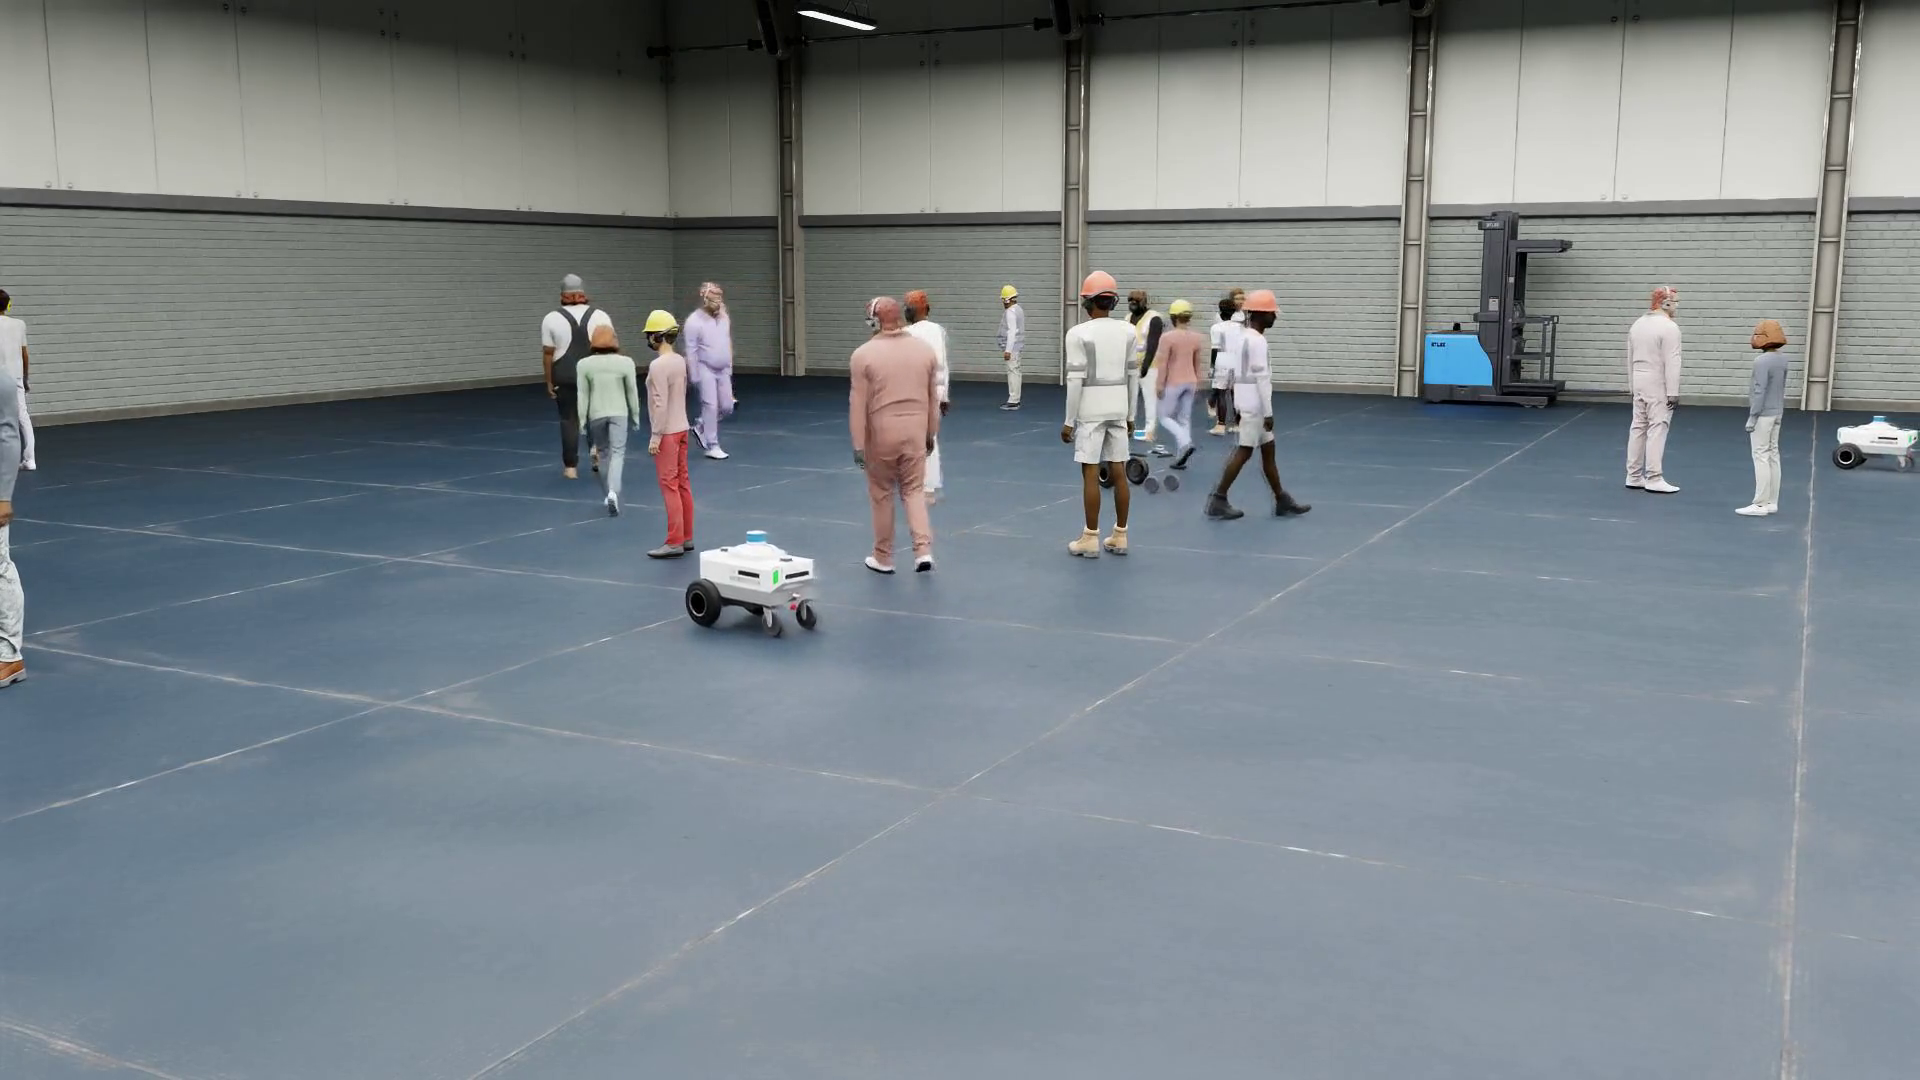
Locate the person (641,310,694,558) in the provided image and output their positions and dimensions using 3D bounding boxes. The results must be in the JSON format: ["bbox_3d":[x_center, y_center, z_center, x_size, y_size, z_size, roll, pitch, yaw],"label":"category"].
[{"bbox_3d":[-2.122,-0.764,11.978,0.322,1.767,0.533,2,9,11],"label":"person"}]

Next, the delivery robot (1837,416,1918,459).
[{"bbox_3d":[9.540,-1.048,17.296,0.707,0.478,0.477,7,12,37],"label":"delivery robot"}]

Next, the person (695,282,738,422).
[{"bbox_3d":[-3.362,-2.543,22.561,0.479,1.891,0.649,1,9,5],"label":"person"}]

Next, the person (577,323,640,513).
[{"bbox_3d":[-3.017,-1.049,14.238,0.504,1.606,0.797,-1,9,-3],"label":"person"}]

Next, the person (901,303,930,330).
[{"bbox_3d":[-0.515,-2.073,20.344,0.546,1.677,0.470,-4,10,-23],"label":"person"}]

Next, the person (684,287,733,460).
[{"bbox_3d":[-2.765,-1.828,18.197,0.566,1.875,0.691,7,11,35],"label":"person"}]

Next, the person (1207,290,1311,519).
[{"bbox_3d":[2.487,-1.125,13.833,0.904,1.893,0.563,0,9,0],"label":"person"}]

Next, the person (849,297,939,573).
[{"bbox_3d":[-0.455,-0.692,11.223,0.674,1.890,0.512,-4,10,-25],"label":"person"}]

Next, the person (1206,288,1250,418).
[{"bbox_3d":[3.637,-2.480,22.413,0.519,1.826,0.744,-4,10,-25],"label":"person"}]

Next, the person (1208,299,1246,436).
[{"bbox_3d":[3.328,-2.157,20.777,0.540,1.695,0.317,-5,11,-29],"label":"person"}]

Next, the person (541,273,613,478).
[{"bbox_3d":[-3.813,-1.623,16.556,0.705,2.000,0.538,-4,10,-21],"label":"person"}]

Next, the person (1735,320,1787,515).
[{"bbox_3d":[6.769,-1.027,13.999,0.507,1.632,0.264,-8,12,-41],"label":"person"}]

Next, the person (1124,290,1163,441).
[{"bbox_3d":[2.109,-2.086,19.997,0.716,1.814,0.622,-8,12,-42],"label":"person"}]

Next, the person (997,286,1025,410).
[{"bbox_3d":[0.752,-2.850,24.658,0.404,1.825,0.587,2,9,13],"label":"person"}]

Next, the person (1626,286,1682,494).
[{"bbox_3d":[6.498,-1.404,15.497,0.402,1.904,0.651,-2,9,-12],"label":"person"}]

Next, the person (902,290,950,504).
[{"bbox_3d":[-0.357,-1.268,14.803,0.515,1.868,0.608,6,11,34],"label":"person"}]

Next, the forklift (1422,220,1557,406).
[{"bbox_3d":[8.245,-3.527,25.720,1.873,2.768,1.129,5,10,27],"label":"forklift"}]

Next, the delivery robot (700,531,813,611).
[{"bbox_3d":[-1.182,0.190,9.656,0.707,0.478,0.477,8,12,41],"label":"delivery robot"}]

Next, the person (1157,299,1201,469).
[{"bbox_3d":[2.276,-1.592,17.103,0.538,1.754,0.446,-6,11,-31],"label":"person"}]

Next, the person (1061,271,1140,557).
[{"bbox_3d":[1.002,-0.907,11.999,0.605,2.045,0.380,-5,10,-27],"label":"person"}]

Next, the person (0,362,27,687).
[{"bbox_3d":[-4.912,-0.240,8.210,0.627,1.941,0.372,3,10,19],"label":"person"}]

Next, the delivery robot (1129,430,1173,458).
[{"bbox_3d":[1.699,-0.924,15.730,0.335,0.223,0.698,-7,12,-39],"label":"delivery robot"}]

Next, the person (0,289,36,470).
[{"bbox_3d":[-9.752,-1.630,16.992,0.329,1.874,0.518,4,10,26],"label":"person"}]
